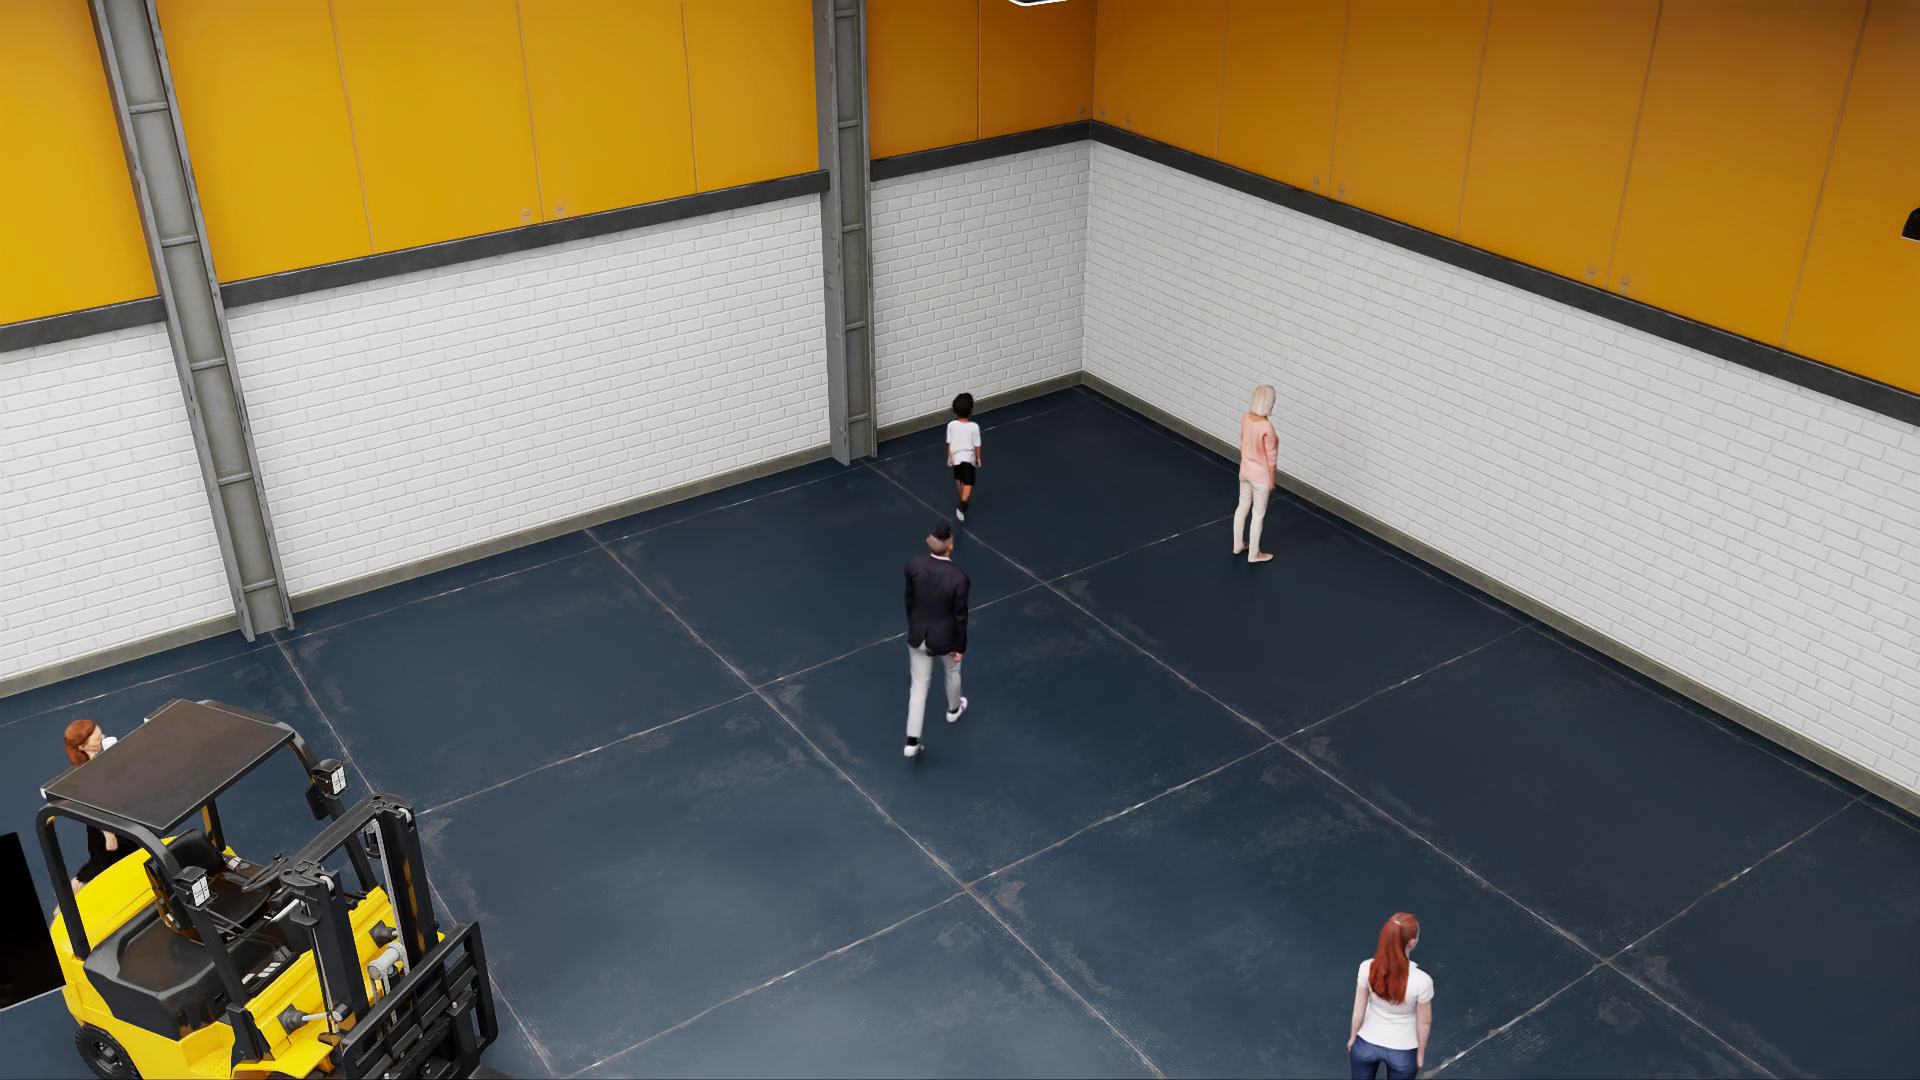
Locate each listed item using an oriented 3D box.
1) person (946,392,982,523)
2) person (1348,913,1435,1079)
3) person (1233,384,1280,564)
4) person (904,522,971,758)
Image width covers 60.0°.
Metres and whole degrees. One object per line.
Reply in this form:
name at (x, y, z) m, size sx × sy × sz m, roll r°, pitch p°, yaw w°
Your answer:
person at (0.023, -0.787, 16.010) m, size 0.803 × 1.243 × 0.870 m, roll 5°, pitch 29°, yaw 10°
person at (2.305, 2.748, 9.011) m, size 0.651 × 1.737 × 0.677 m, roll 11°, pitch 31°, yaw 20°
person at (2.708, -0.620, 15.200) m, size 0.531 × 1.725 × 0.611 m, roll -16°, pitch 32°, yaw -27°
person at (-0.232, 0.752, 12.488) m, size 1.169 × 1.913 × 1.320 m, roll 9°, pitch 30°, yaw 17°
